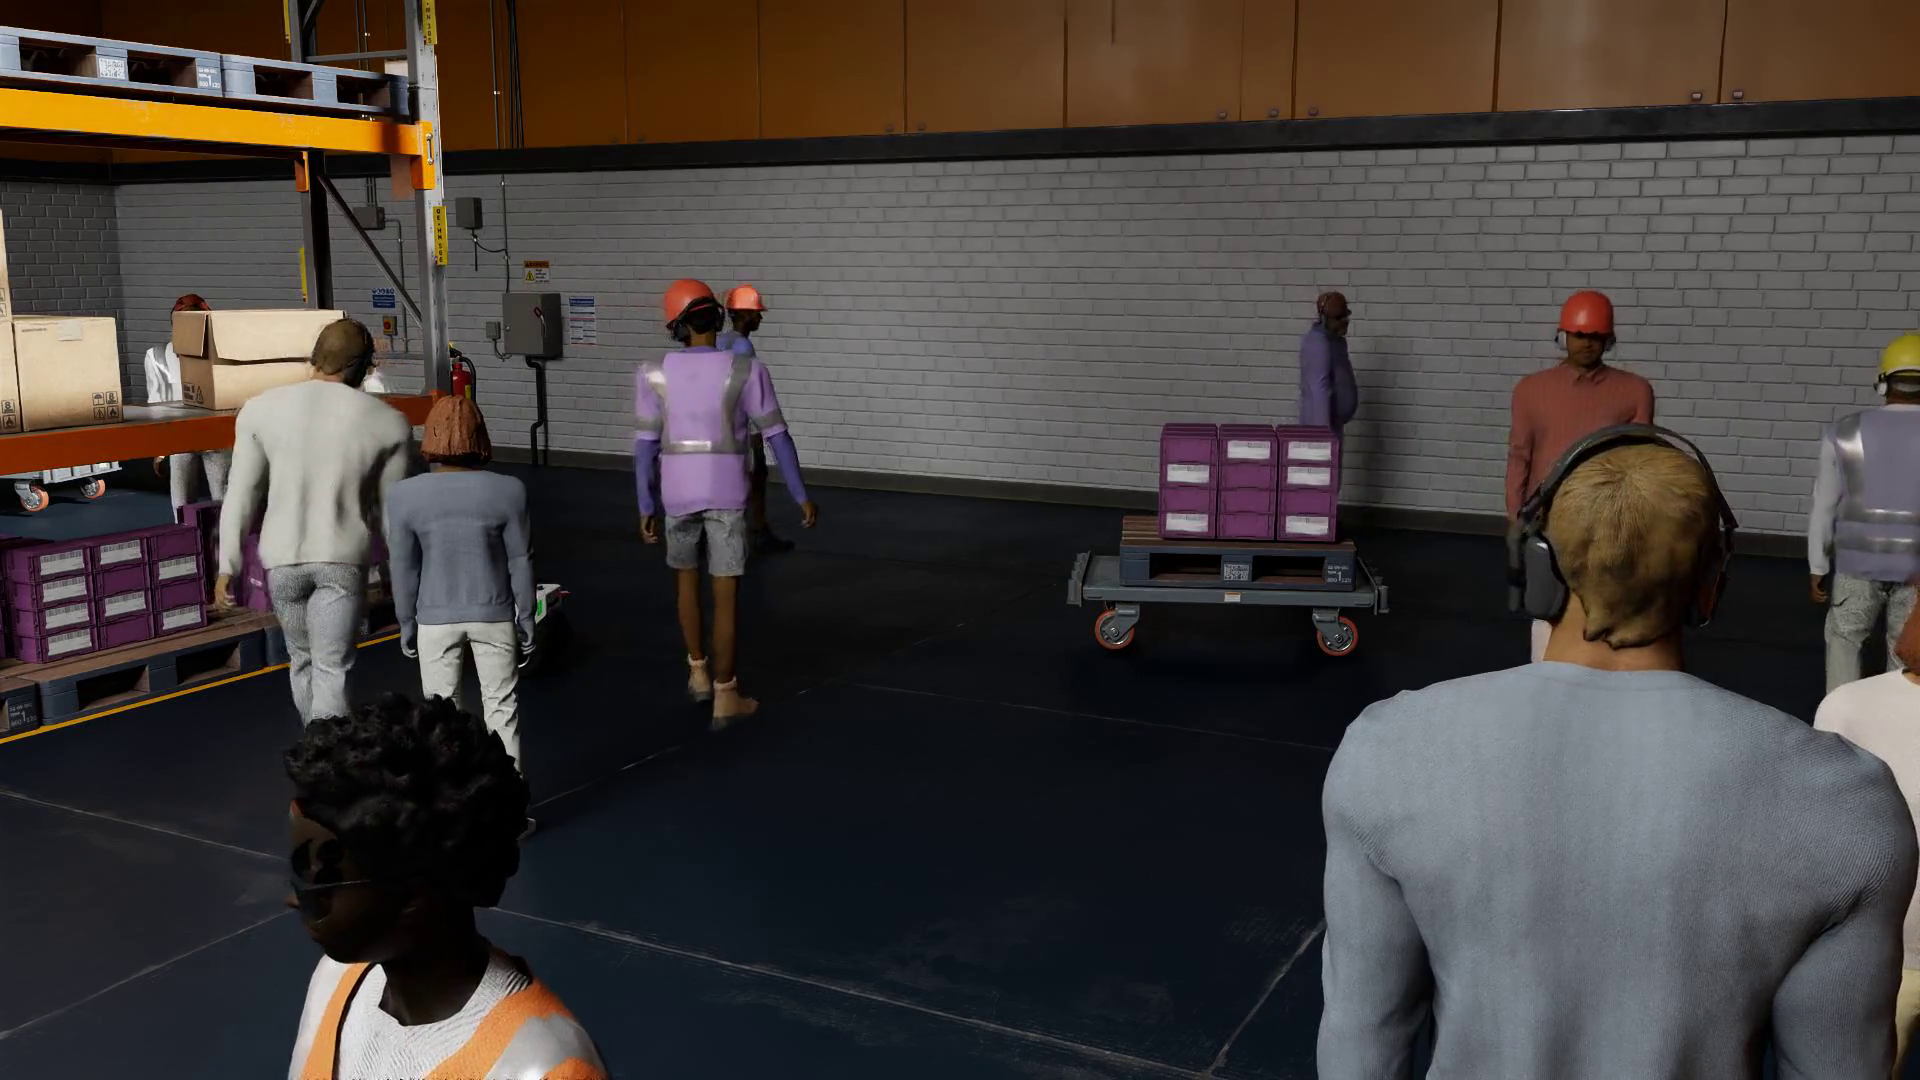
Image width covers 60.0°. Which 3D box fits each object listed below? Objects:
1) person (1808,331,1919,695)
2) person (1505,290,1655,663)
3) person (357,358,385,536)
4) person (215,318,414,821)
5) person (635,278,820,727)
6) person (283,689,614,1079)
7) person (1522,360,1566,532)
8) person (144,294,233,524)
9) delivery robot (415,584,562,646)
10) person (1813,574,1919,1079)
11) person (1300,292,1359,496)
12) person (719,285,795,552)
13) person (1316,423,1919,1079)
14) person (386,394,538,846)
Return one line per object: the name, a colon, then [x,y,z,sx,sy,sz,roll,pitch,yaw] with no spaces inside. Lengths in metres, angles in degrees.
person: [3.704,0.088,6.601,0.617,1.818,0.558,6,11,30]
person: [2.750,-0.126,7.411,0.627,1.973,0.775,4,10,20]
person: [-3.787,-0.536,10.787,0.563,1.616,0.537,-7,12,-34]
person: [-2.439,0.099,6.383,0.702,1.872,0.960,-2,10,-11]
person: [-1.071,-0.193,7.670,0.774,2.006,0.770,1,10,7]
person: [-0.524,0.984,1.776,0.536,1.695,0.321,9,13,43]
person: [3.057,-0.087,8.254,0.511,1.612,0.632,-2,10,-14]
person: [-4.691,-0.572,10.283,0.568,1.876,0.352,-4,10,-20]
delivery robot: [-2.419,0.344,8.510,0.707,0.478,0.477,1,10,6]
person: [1.815,0.796,3.078,0.505,1.626,0.283,3,10,17]
person: [2.546,-0.777,11.513,0.408,1.863,0.825,2,10,12]
person: [-1.598,-0.830,11.668,0.793,1.914,0.551,-2,10,-14]
person: [0.738,0.826,1.986,0.630,1.940,0.371,4,11,22]
person: [-1.750,0.302,5.904,0.500,1.633,0.285,-2,10,-11]
